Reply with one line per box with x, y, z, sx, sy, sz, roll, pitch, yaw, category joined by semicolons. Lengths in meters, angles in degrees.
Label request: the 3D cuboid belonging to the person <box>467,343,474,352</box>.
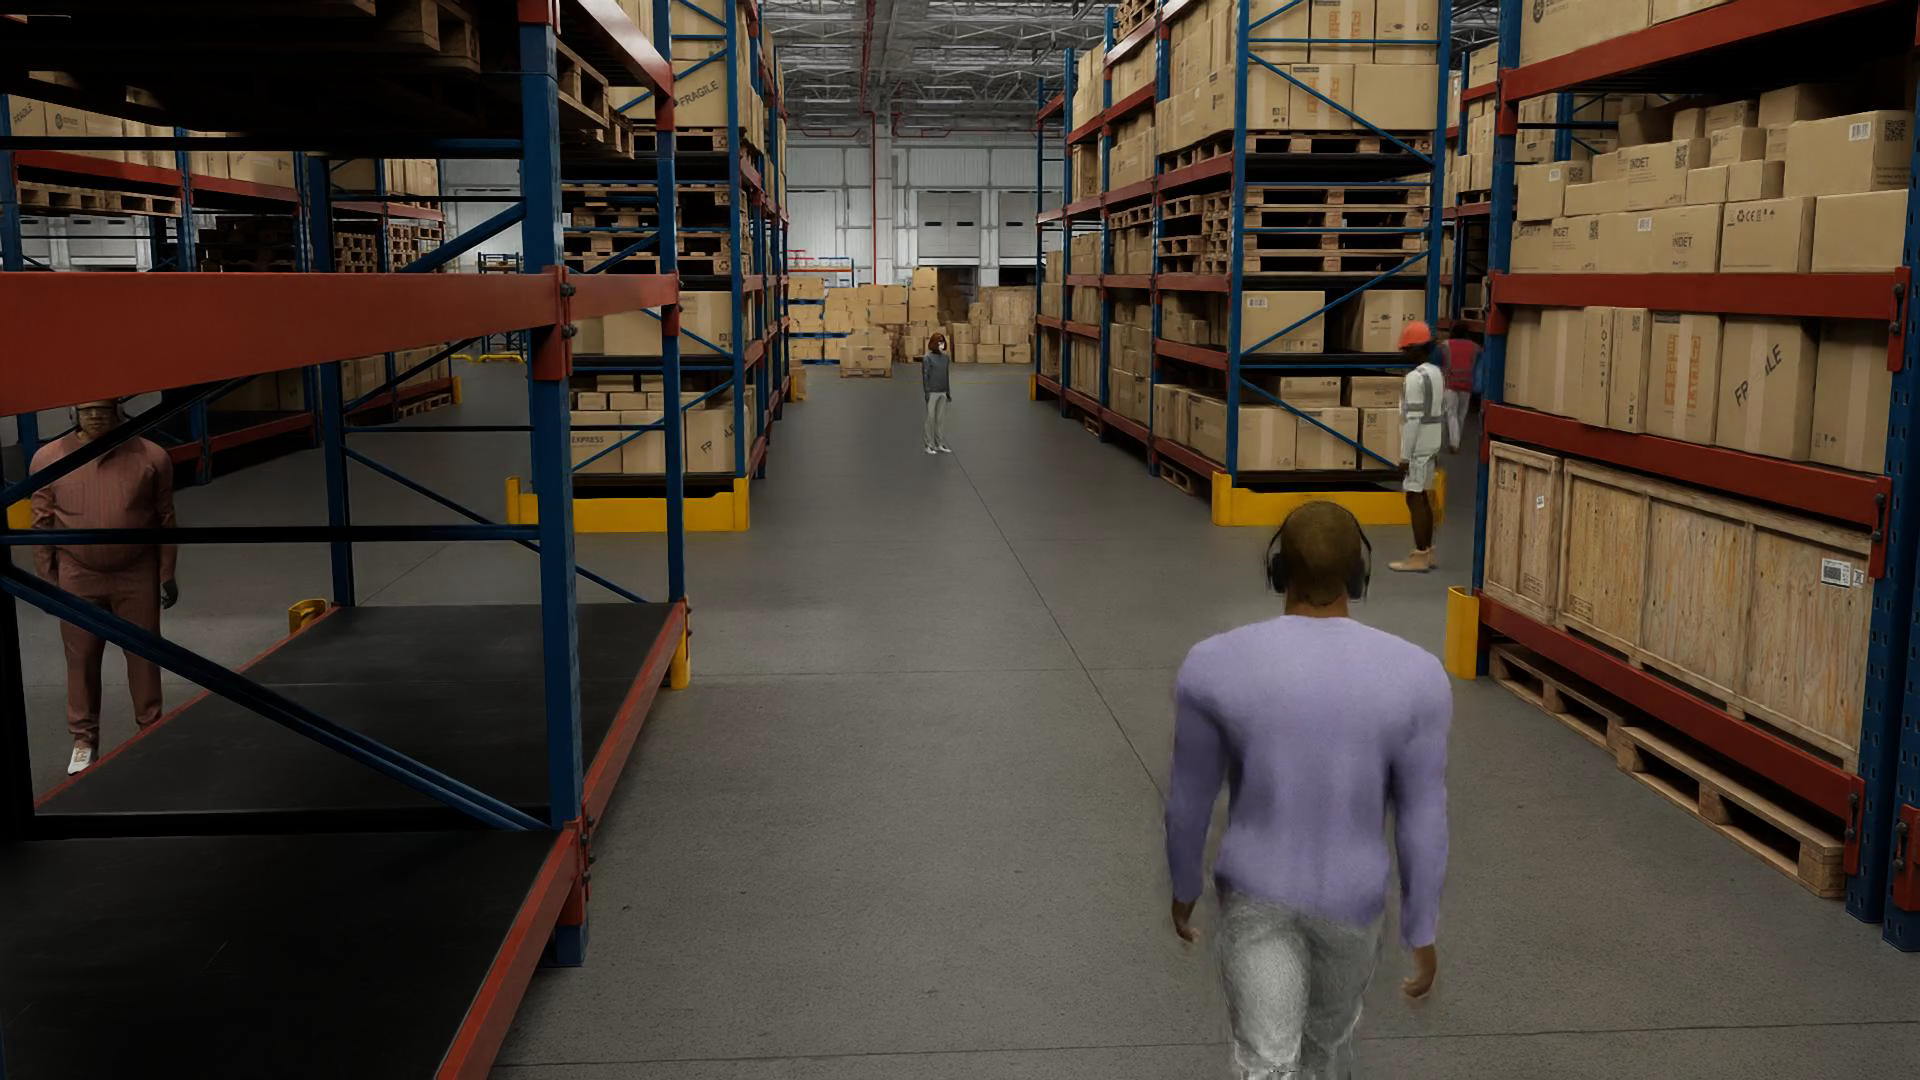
-15.449;-6.815;52.353;0.539;1.799;0.956;-3;10;-20;person

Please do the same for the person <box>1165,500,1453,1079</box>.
0.815;0.839;3.993;0.647;1.885;1.009;2;9;10;person

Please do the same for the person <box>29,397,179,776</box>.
-4.139;0.174;8.087;0.643;1.909;0.410;-5;10;-29;person

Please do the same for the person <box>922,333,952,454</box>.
-0.311;-1.976;22.441;0.286;1.633;0.499;8;12;40;person

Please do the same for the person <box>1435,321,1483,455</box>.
6.721;-2.058;22.486;0.616;1.793;0.993;0;9;2;person

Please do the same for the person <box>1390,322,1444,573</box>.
3.692;-0.733;13.452;0.435;2.033;0.672;6;11;33;person
